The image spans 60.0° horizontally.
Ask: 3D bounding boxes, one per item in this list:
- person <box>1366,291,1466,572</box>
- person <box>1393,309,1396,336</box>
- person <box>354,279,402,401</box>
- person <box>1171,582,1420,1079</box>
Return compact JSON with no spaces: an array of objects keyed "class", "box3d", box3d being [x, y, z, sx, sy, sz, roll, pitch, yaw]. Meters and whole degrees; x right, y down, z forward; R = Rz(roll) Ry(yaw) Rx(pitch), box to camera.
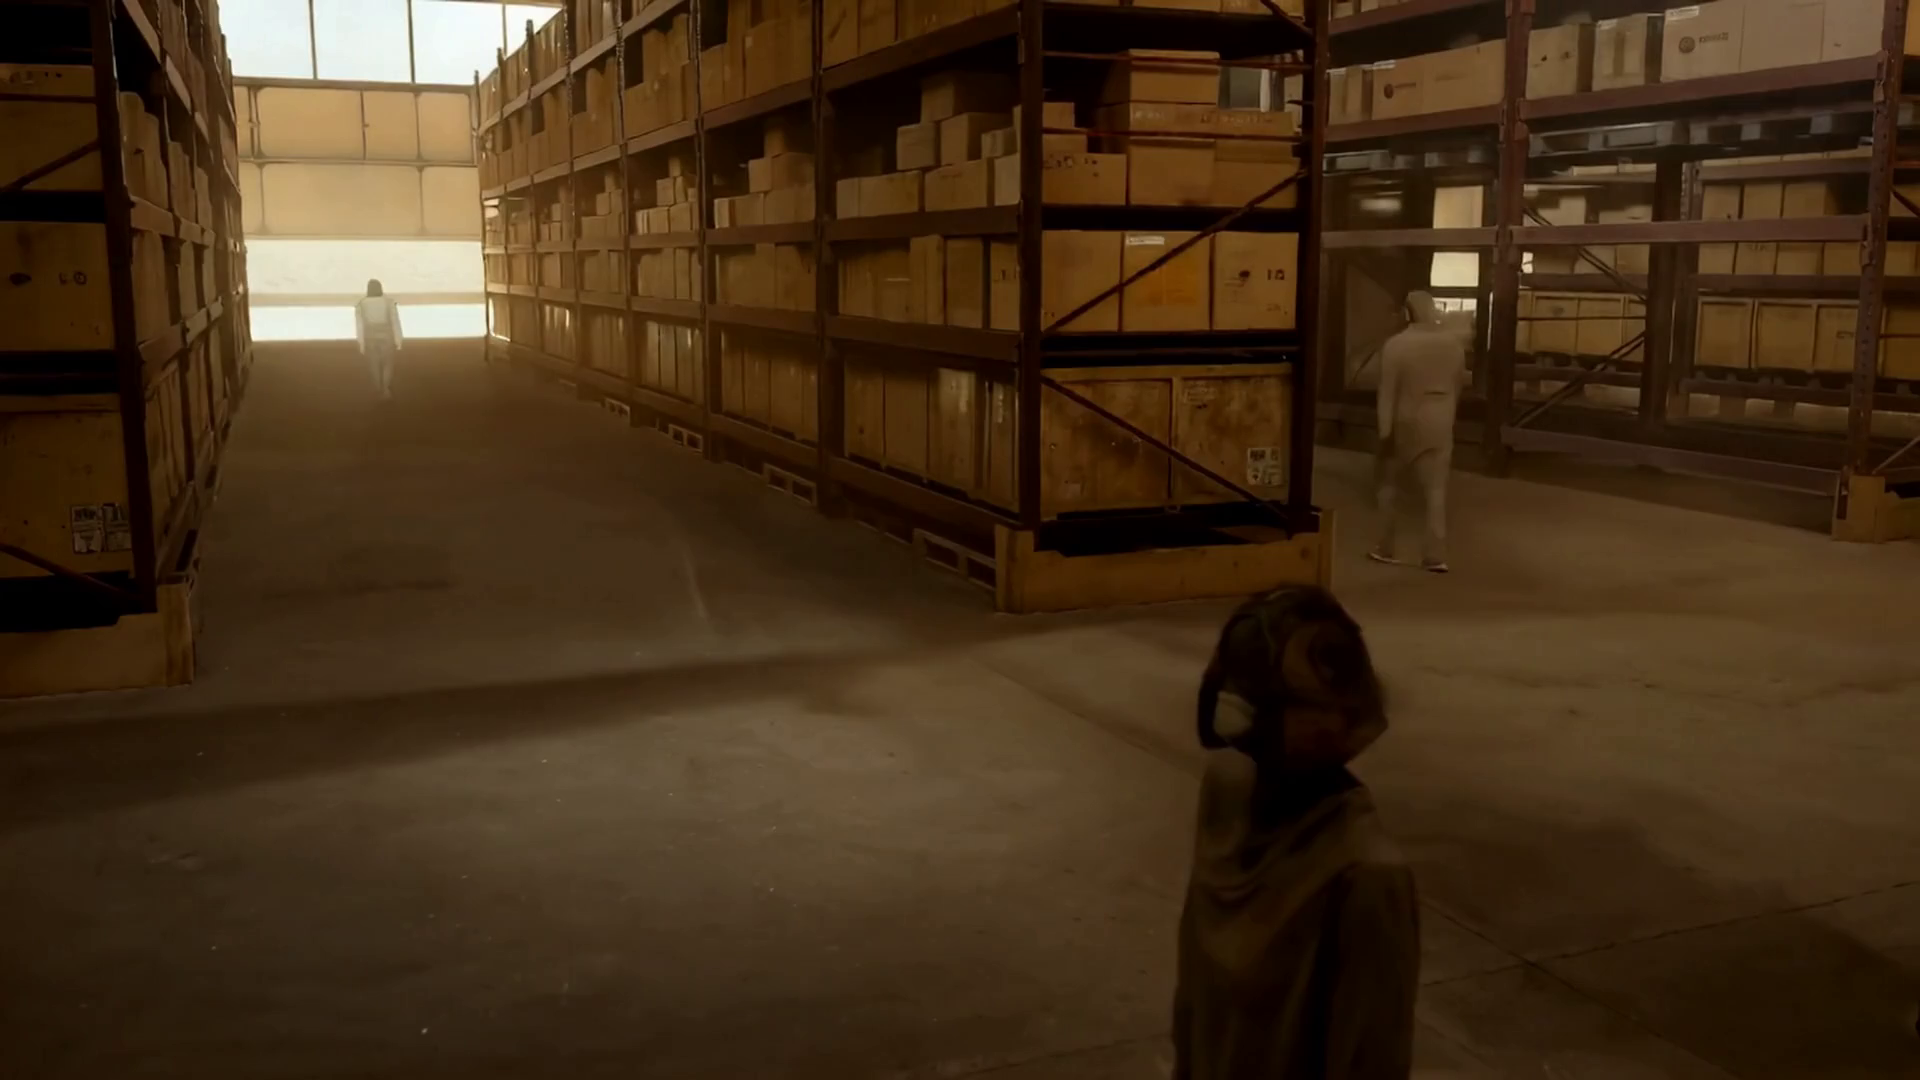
[{"class":"person","box3d":[3.067,-0.740,11.305,0.722,1.874,0.762,-3,10,-17]},{"class":"person","box3d":[7.118,-3.168,26.291,0.543,1.711,0.895,-2,10,-12]},{"class":"person","box3d":[-8.687,-2.980,24.852,0.652,1.829,0.446,-2,10,-11]},{"class":"person","box3d":[0.449,0.864,2.407,0.282,1.636,0.500,-4,10,-22]}]
